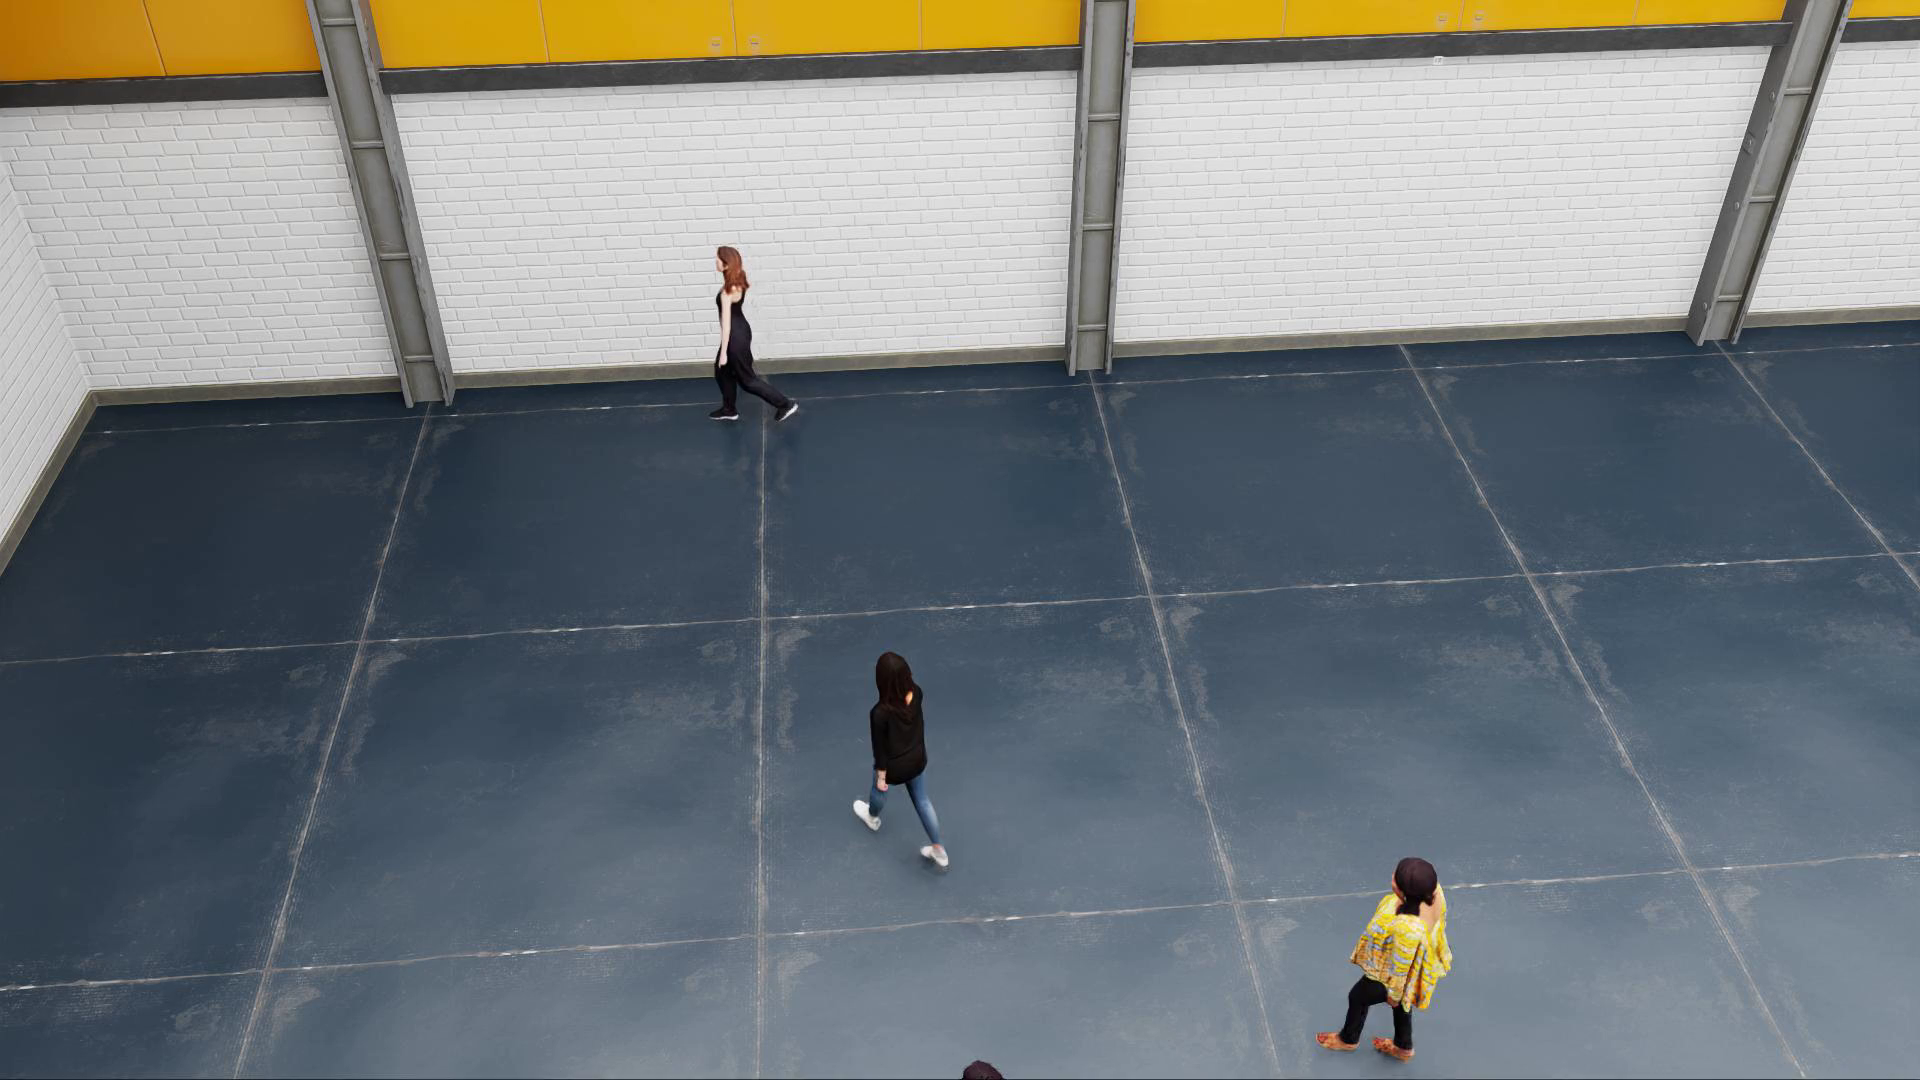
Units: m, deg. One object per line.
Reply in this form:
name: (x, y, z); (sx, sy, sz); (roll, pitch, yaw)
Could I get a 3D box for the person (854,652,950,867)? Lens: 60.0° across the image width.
person: (-0.319, 1.402, 10.393); (1.077, 1.610, 1.060); (-29, 47, -31)

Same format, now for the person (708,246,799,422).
person: (-1.812, -1.693, 14.182); (1.056, 1.718, 0.654); (0, 39, 0)

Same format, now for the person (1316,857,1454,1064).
person: (2.485, 2.376, 9.151); (0.998, 1.637, 0.926); (18, 42, 22)
